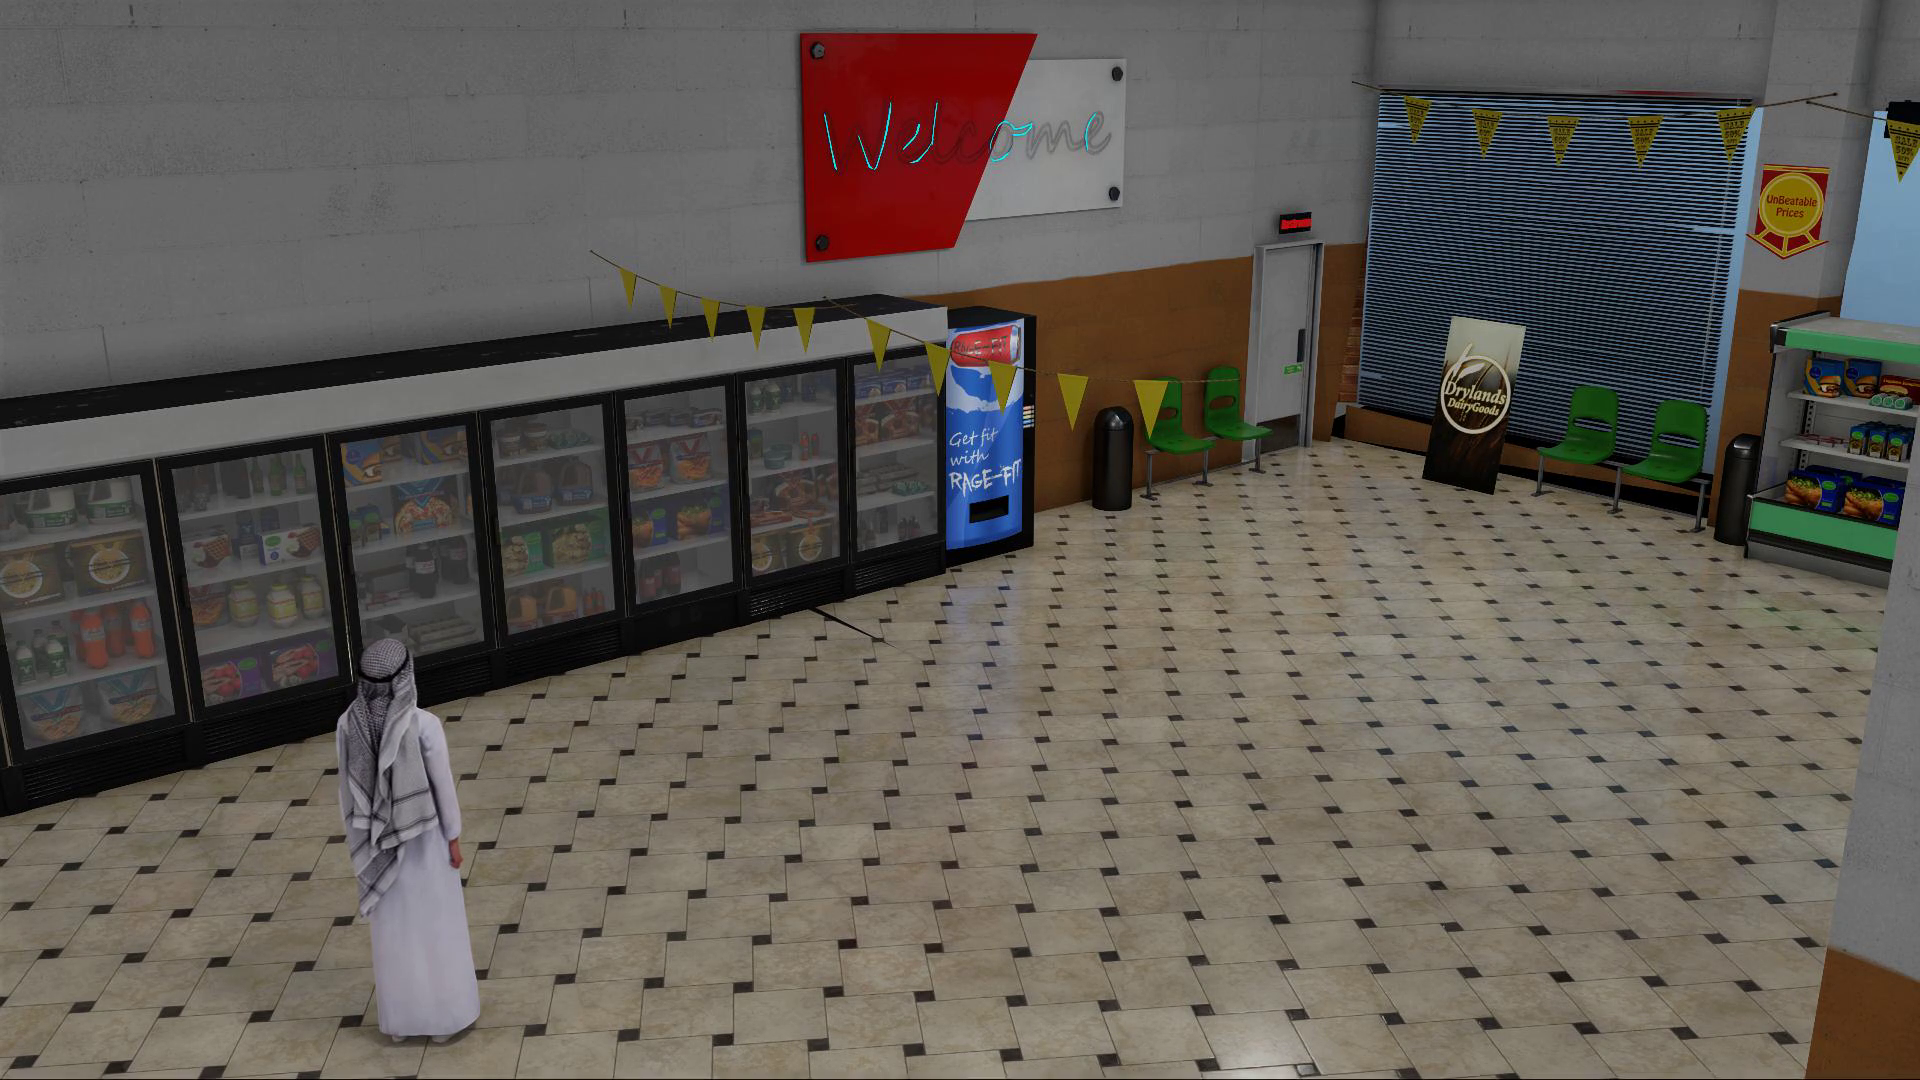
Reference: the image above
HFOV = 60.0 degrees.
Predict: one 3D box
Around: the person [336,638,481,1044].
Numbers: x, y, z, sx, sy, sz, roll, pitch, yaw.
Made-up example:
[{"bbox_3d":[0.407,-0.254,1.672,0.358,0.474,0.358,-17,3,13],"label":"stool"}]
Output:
[{"bbox_3d":[-2.489,1.350,7.450,0.795,1.926,0.855,1,17,5],"label":"person"}]
